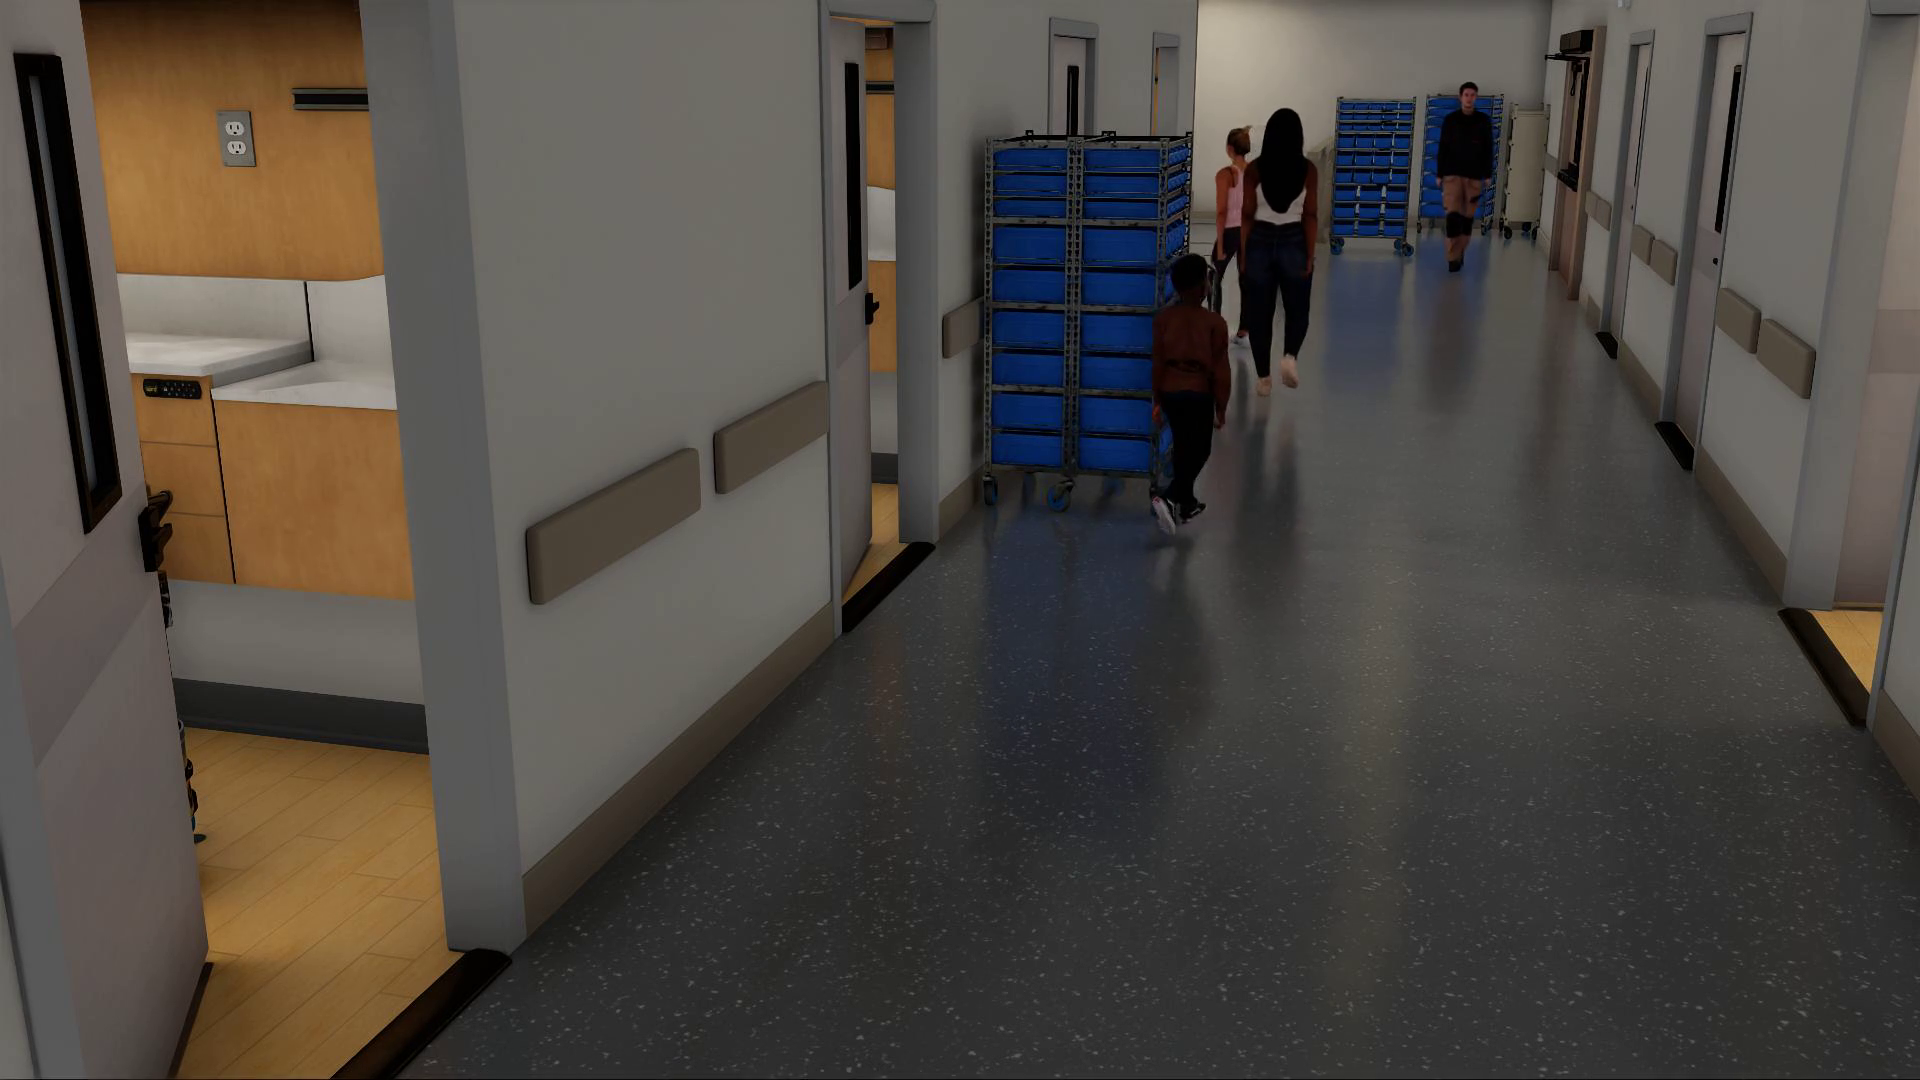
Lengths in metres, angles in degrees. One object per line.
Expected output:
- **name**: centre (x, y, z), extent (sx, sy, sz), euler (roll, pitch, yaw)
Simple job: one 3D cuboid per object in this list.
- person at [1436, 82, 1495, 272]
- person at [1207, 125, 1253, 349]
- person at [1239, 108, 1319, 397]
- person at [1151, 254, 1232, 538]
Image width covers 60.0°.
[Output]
- **person**: centre (5.209, -3.726, 17.211), extent (0.777, 1.883, 1.274), euler (3, 16, 9)
- **person**: centre (2.121, -2.253, 12.440), extent (0.754, 1.637, 0.845), euler (-4, 16, -15)
- **person**: centre (1.990, -1.770, 10.434), extent (0.652, 1.796, 0.762), euler (3, 16, 11)
- **person**: centre (0.994, -0.631, 7.418), extent (0.675, 1.240, 0.898), euler (9, 18, 30)
